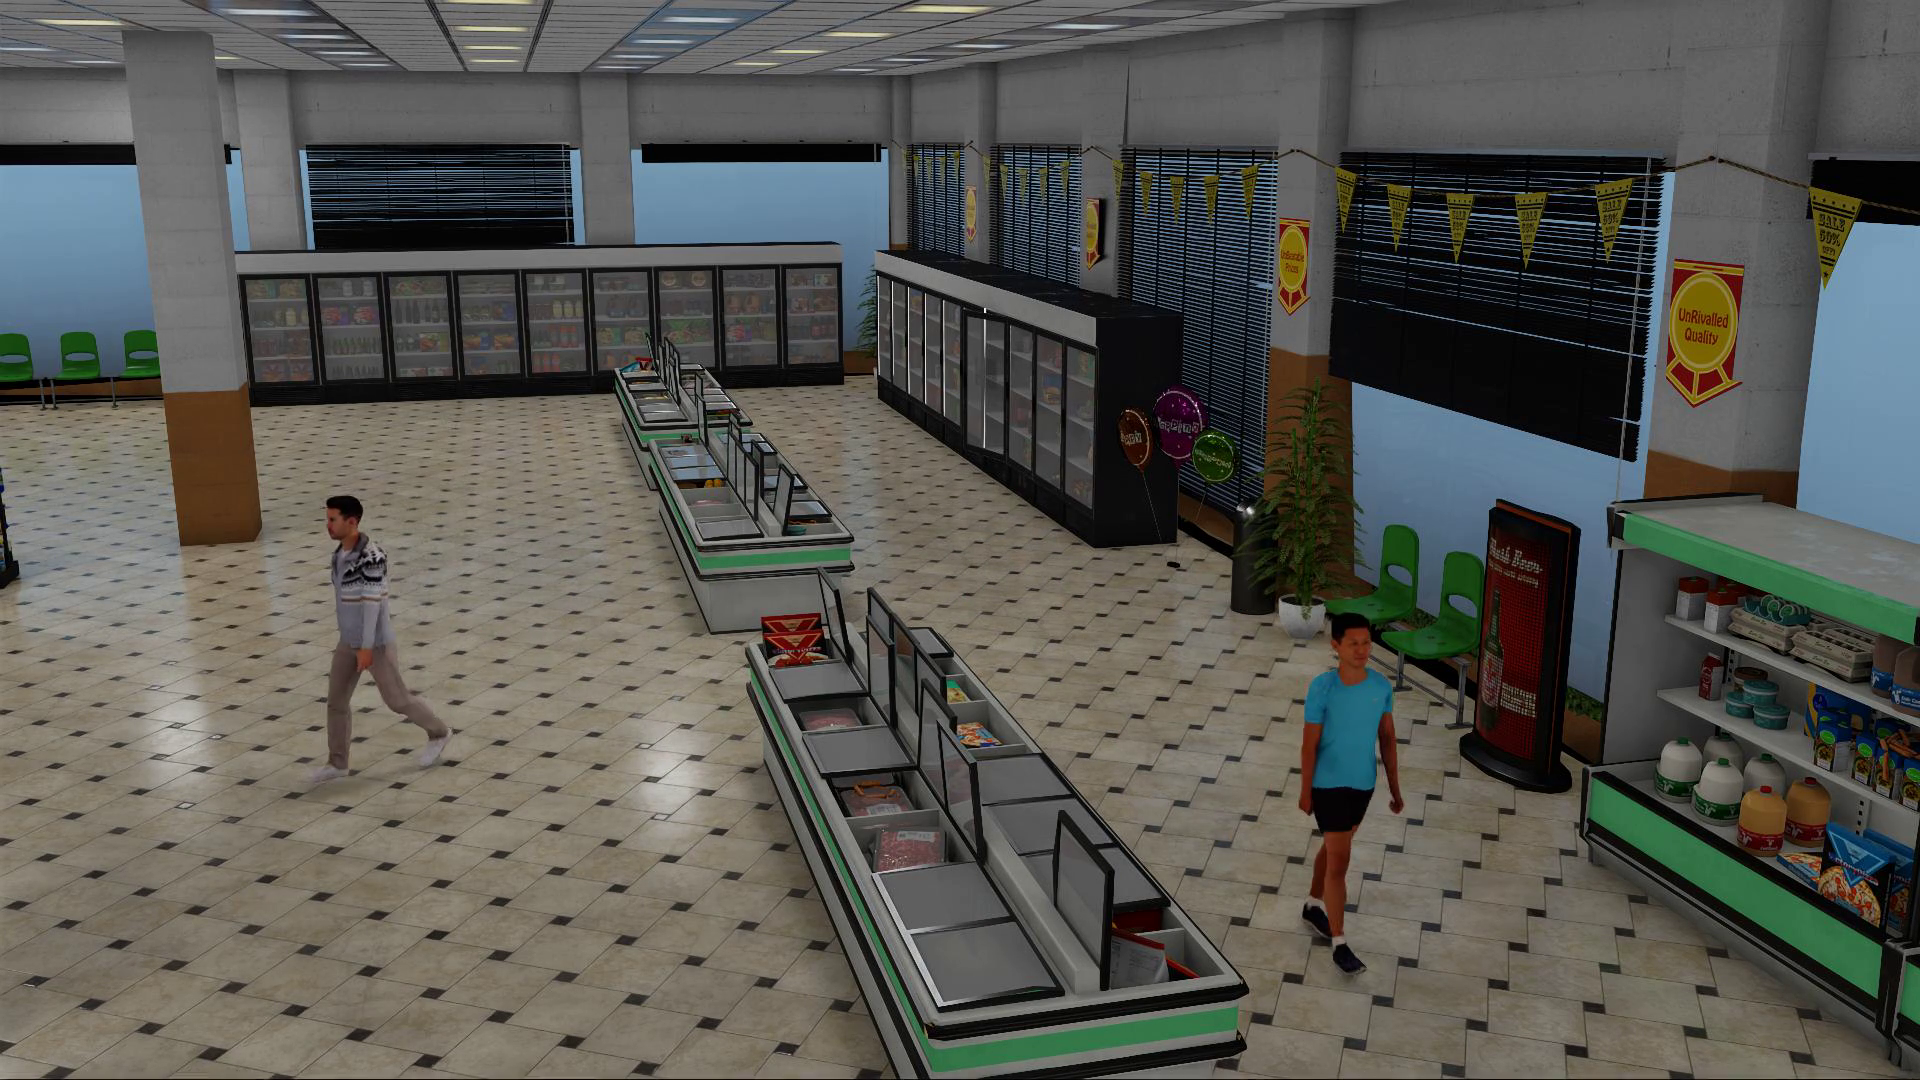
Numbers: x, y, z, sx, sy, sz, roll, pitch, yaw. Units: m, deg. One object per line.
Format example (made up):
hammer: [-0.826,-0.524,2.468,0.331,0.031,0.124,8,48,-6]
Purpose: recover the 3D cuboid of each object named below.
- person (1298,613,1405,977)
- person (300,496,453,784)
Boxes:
person: [1.866,1.199,8.325,0.677,1.753,0.979,-5,15,-21]
person: [-3.673,0.610,10.549,1.229,1.849,1.171,11,18,39]
